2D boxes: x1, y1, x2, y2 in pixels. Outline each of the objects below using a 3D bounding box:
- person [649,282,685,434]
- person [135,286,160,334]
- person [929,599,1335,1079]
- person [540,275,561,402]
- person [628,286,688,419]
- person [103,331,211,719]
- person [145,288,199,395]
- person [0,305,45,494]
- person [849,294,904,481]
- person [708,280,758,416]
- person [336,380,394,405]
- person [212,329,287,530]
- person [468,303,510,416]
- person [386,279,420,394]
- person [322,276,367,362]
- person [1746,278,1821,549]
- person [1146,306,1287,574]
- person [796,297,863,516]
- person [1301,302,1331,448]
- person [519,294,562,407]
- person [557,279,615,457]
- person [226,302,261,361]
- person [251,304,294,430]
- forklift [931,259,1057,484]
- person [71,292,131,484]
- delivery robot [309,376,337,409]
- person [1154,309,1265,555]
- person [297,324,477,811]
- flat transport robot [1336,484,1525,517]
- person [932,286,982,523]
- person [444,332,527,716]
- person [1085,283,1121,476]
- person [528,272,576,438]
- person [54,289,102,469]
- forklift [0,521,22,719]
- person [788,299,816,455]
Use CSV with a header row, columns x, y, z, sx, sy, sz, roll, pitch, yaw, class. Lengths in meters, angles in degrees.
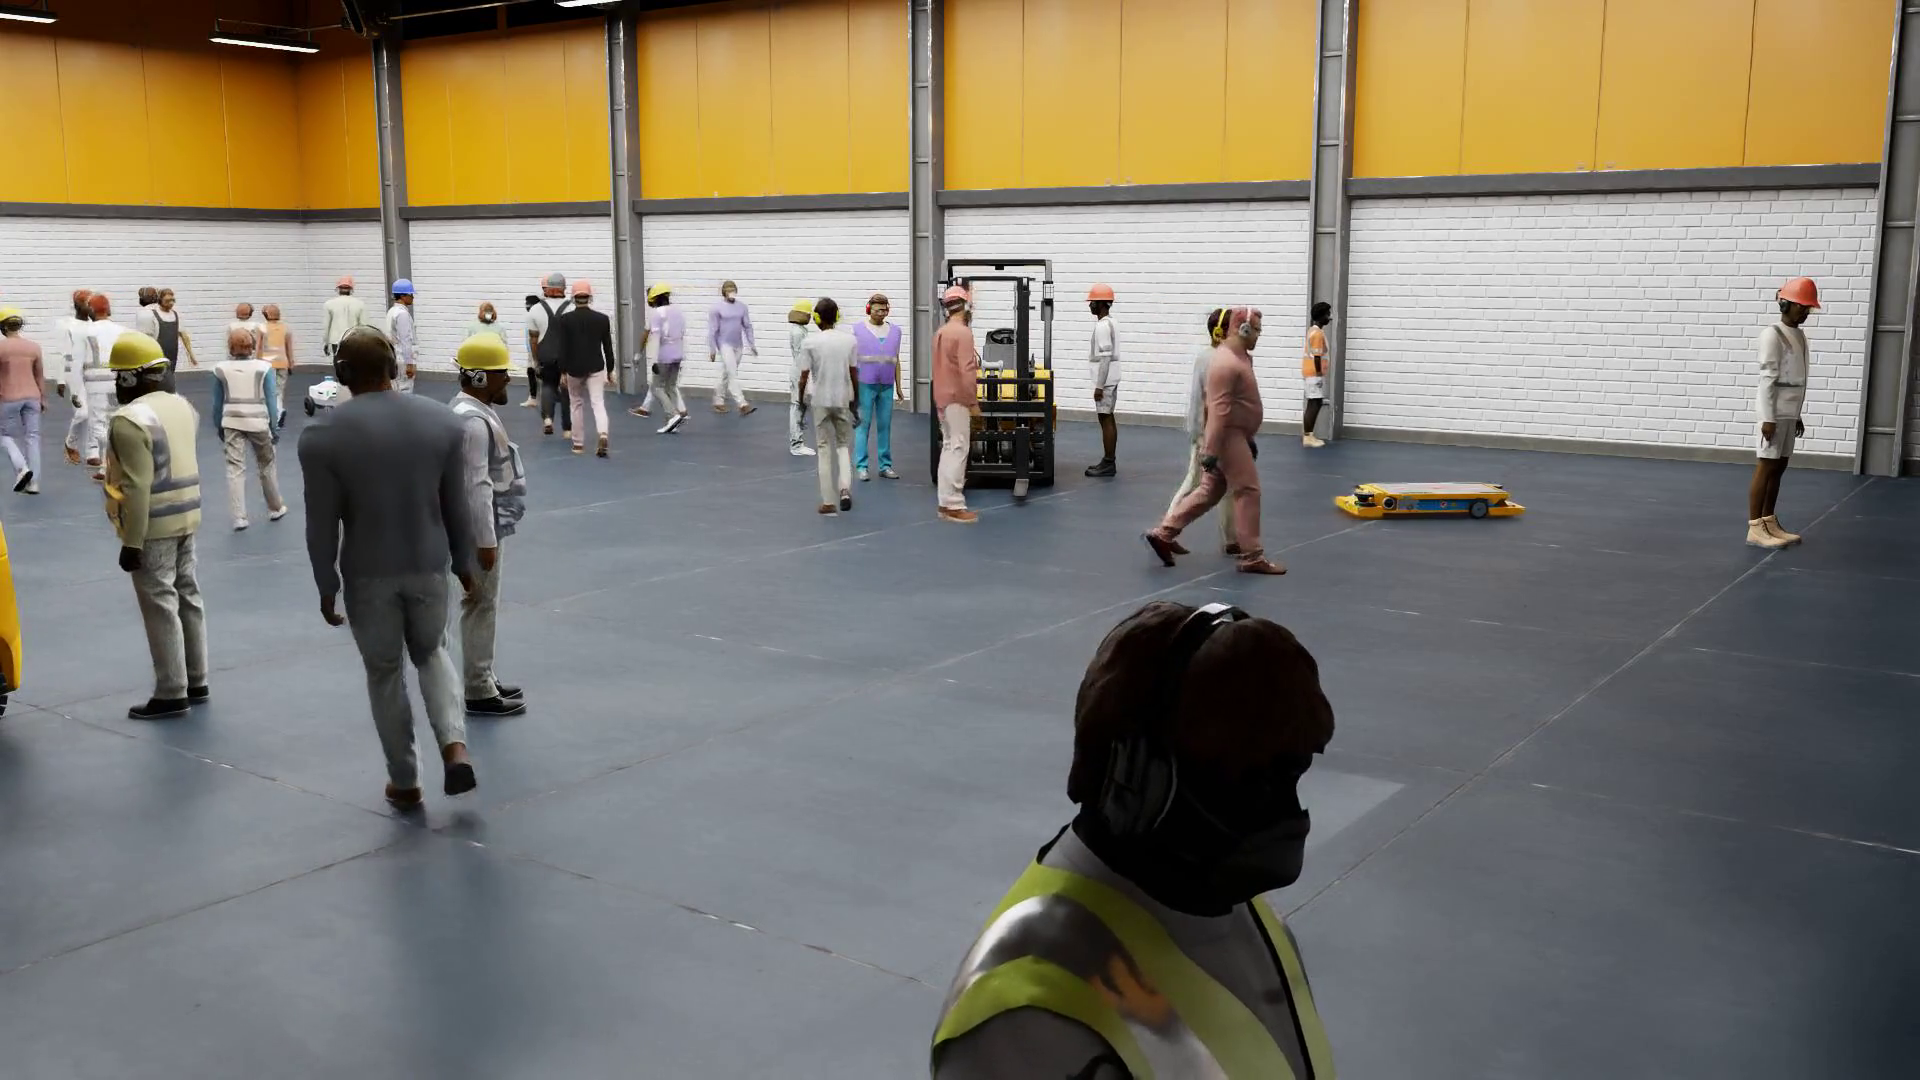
x,y,z,sx,sy,sz,roll,pitch,yaw,class
-3.672,-2.262,20.776,0.496,1.886,0.635,6,11,31,person
-10.925,-2.540,22.659,0.621,1.826,0.625,2,10,9,person
0.210,0.966,1.721,0.430,1.838,0.619,4,10,20,person
-6.272,-3.082,25.520,0.543,1.939,0.362,9,13,42,person
-4.125,-2.544,22.700,0.971,1.814,0.520,3,10,15,person
-3.821,-0.069,7.895,0.403,1.830,0.600,0,10,3,person
-10.195,-2.346,21.517,0.840,1.800,0.534,4,10,22,person
-8.711,-1.288,15.378,0.432,1.750,0.543,6,12,34,person
-0.831,-1.506,16.437,0.563,1.838,0.389,-5,11,-28,person
-3.178,-2.689,23.335,1.029,1.882,0.651,9,13,42,person
-4.270,-0.673,12.133,0.453,1.614,0.525,5,11,25,person
-5.805,-0.911,13.585,0.537,1.598,0.809,-1,10,-8,person
-6.296,-2.378,22.332,0.523,1.585,0.825,-6,11,-30,person
-6.623,-2.130,19.823,0.406,1.945,0.614,-6,11,-31,person
-9.022,-2.903,24.453,0.623,1.953,0.981,-6,11,-30,person
6.236,-0.955,12.573,0.605,2.034,0.392,-9,13,-43,person
1.783,-0.688,11.513,0.920,1.862,0.644,2,10,9,person
-1.116,-1.123,14.088,0.568,1.855,0.373,-4,10,-21,person
4.138,-1.919,19.355,0.318,1.689,0.539,1,10,8,person
-6.179,-2.795,24.594,0.652,1.675,0.543,-5,11,-27,person
-4.134,-1.904,18.457,0.631,1.966,0.926,-4,10,-23,person
-9.506,-2.351,22.117,0.521,1.622,0.567,0,10,0,person
-8.655,-2.176,21.056,0.554,1.616,0.553,9,13,42,person
0.370,-1.738,16.759,1.214,2.155,2.313,1,10,3,forklift
-8.160,-1.439,15.974,0.762,1.860,0.635,6,11,33,person
-8.739,-2.024,23.055,0.477,0.478,0.707,-8,12,-40,delivery robot
1.812,-0.765,12.126,0.781,1.823,0.558,0,10,-2,person
-2.195,0.132,6.443,0.652,1.919,0.479,-7,12,-35,person
4.011,-0.351,14.214,1.431,0.197,0.652,-1,10,-3,flat transport robot
-0.032,-1.130,13.900,0.373,1.950,0.760,-3,10,-19,person
-2.269,-0.072,7.943,0.403,1.826,0.596,-3,10,-18,person
1.426,-1.602,16.707,0.374,1.939,0.545,3,10,15,person
-4.873,-2.260,20.322,0.689,2.000,0.538,0,10,-3,person
-9.110,-1.663,17.276,0.448,1.870,0.611,4,10,24,person
-5.296,-0.090,6.943,1.214,2.155,2.313,7,12,35,forklift
-1.760,-1.817,18.596,0.308,1.736,0.484,-1,10,-7,person
